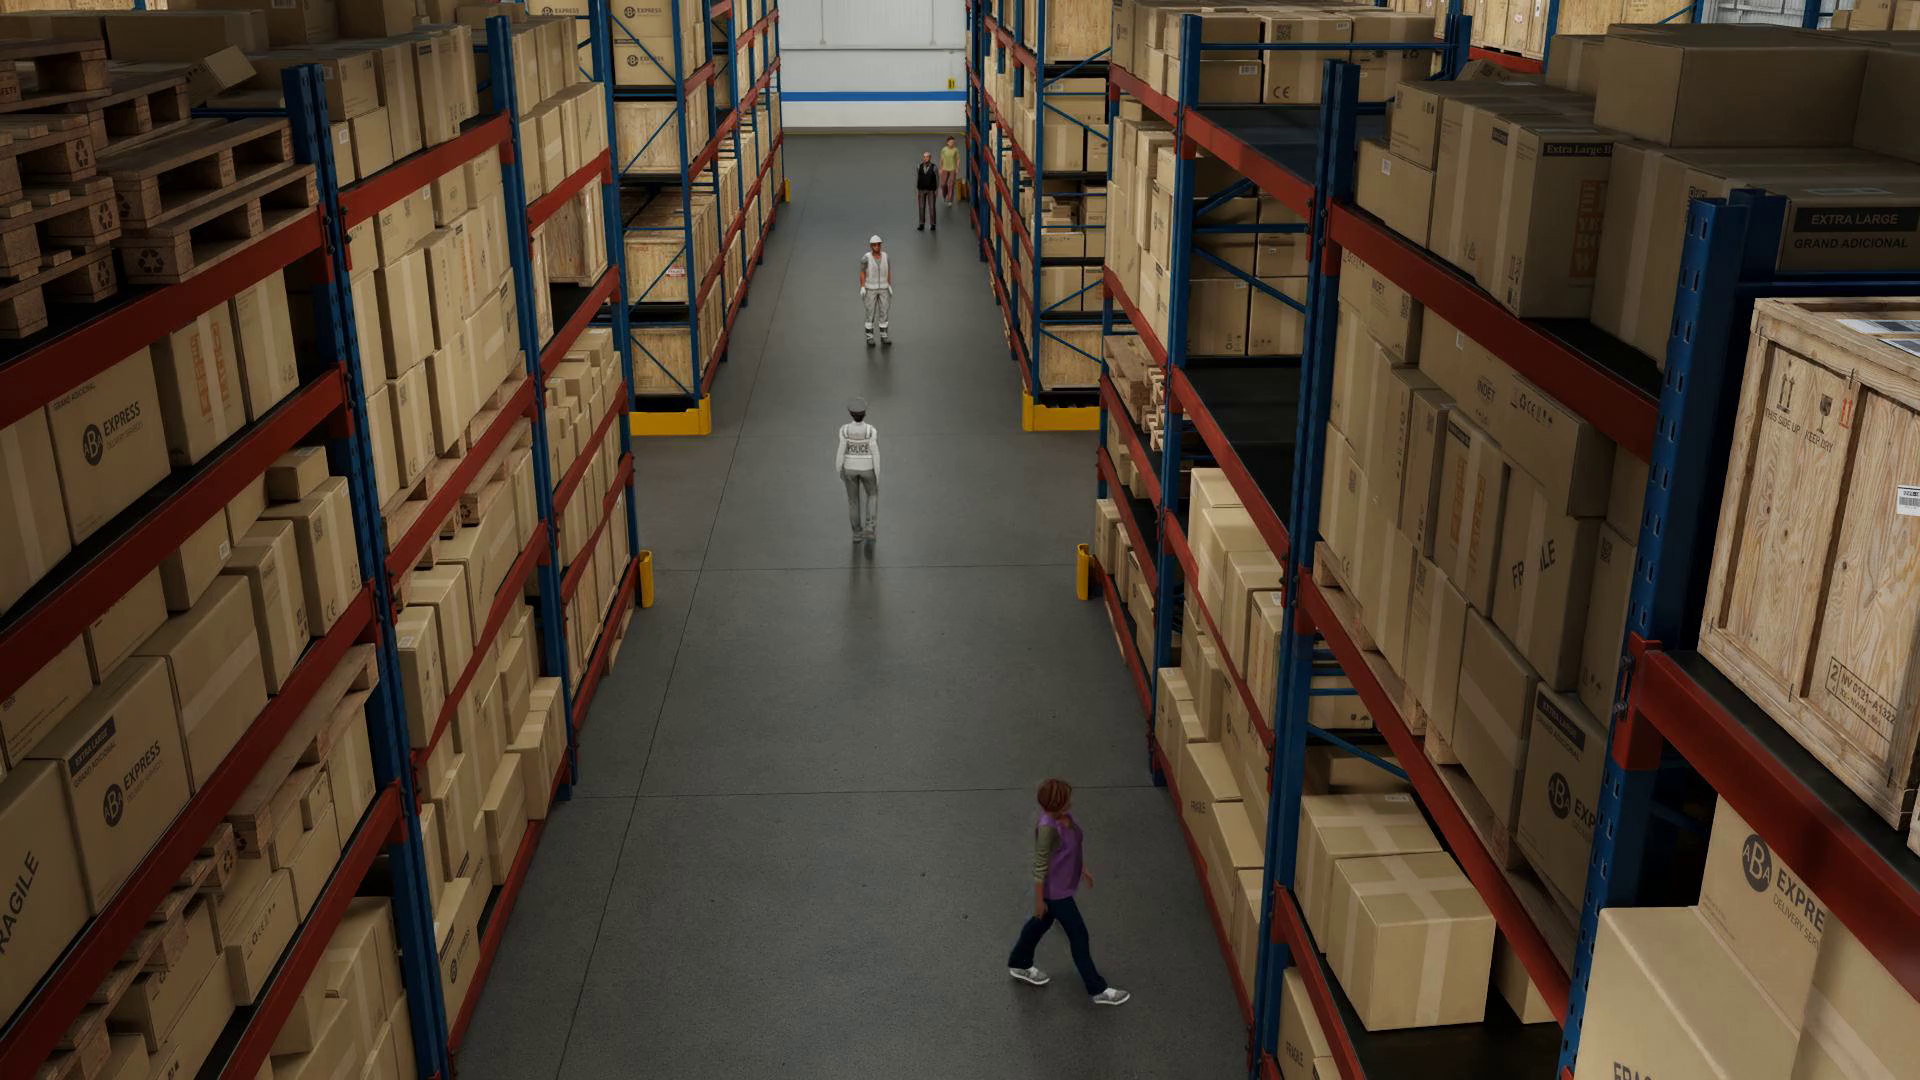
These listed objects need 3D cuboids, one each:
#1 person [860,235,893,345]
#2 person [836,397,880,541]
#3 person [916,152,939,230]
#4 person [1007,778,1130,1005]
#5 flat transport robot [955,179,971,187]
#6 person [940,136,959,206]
[{"bbox_3d":[-1.373,-4.141,27.556,0.548,1.794,0.379,-7,22,-19],"label":"person"},{"bbox_3d":[-1.143,-0.780,18.676,0.505,1.693,0.463,1,20,1],"label":"person"},{"bbox_3d":[-0.748,-7.932,37.814,0.532,1.723,0.382,3,21,9],"label":"person"},{"bbox_3d":[0.721,2.238,10.736,0.851,1.568,0.440,5,21,13],"label":"person"},{"bbox_3d":[0.271,-9.232,43.463,0.659,0.255,1.431,-3,21,-7],"label":"flat transport robot"},{"bbox_3d":[-0.260,-9.096,40.904,0.490,1.651,0.452,0,20,1],"label":"person"}]
